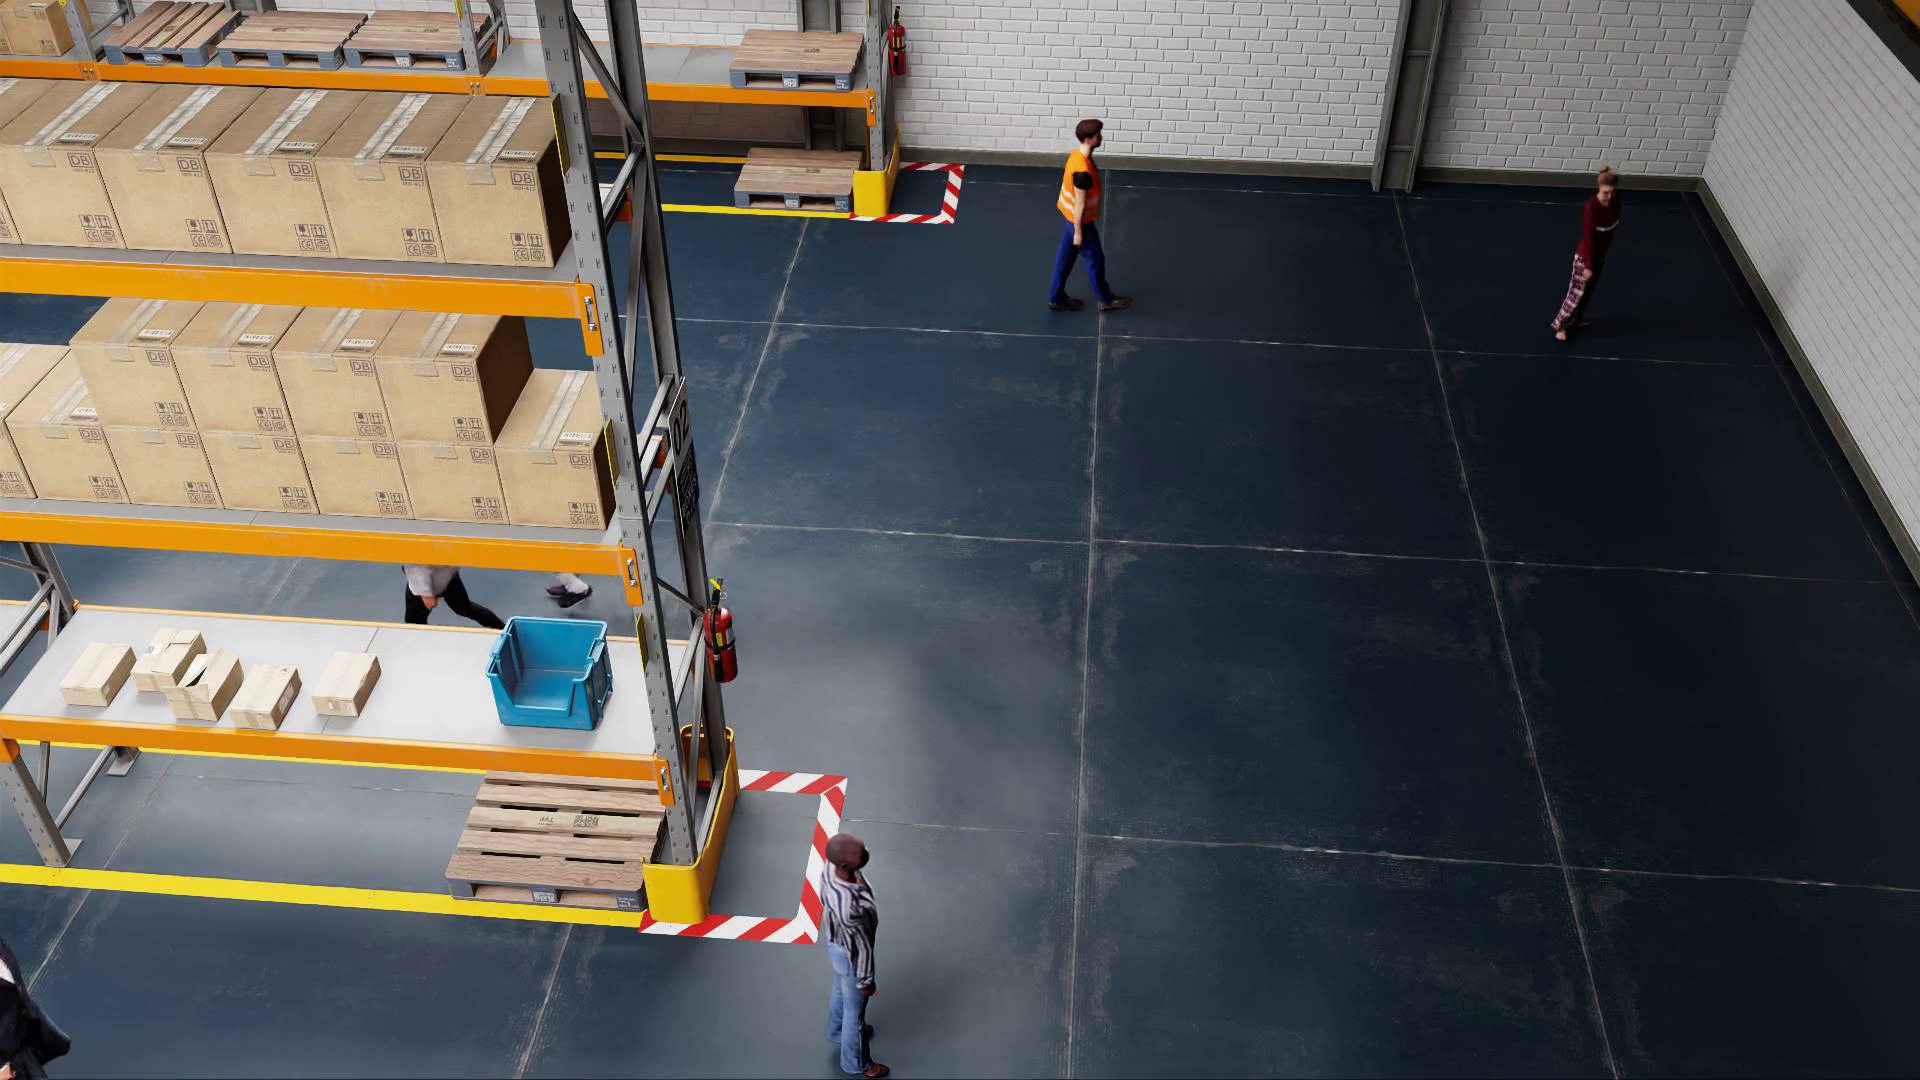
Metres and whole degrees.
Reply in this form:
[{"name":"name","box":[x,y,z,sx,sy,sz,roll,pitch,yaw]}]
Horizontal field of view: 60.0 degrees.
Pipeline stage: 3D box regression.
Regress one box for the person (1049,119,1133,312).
[{"name":"person","box":[0.990,-2.886,14.948,1.022,1.866,0.783,-2,39,-2]}]

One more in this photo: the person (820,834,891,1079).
[{"name":"person","box":[-0.575,2.158,8.687,0.658,1.796,0.687,-11,40,-14]}]

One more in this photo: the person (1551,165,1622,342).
[{"name":"person","box":[5.604,-2.574,14.696,0.793,1.692,0.741,23,44,26]}]
